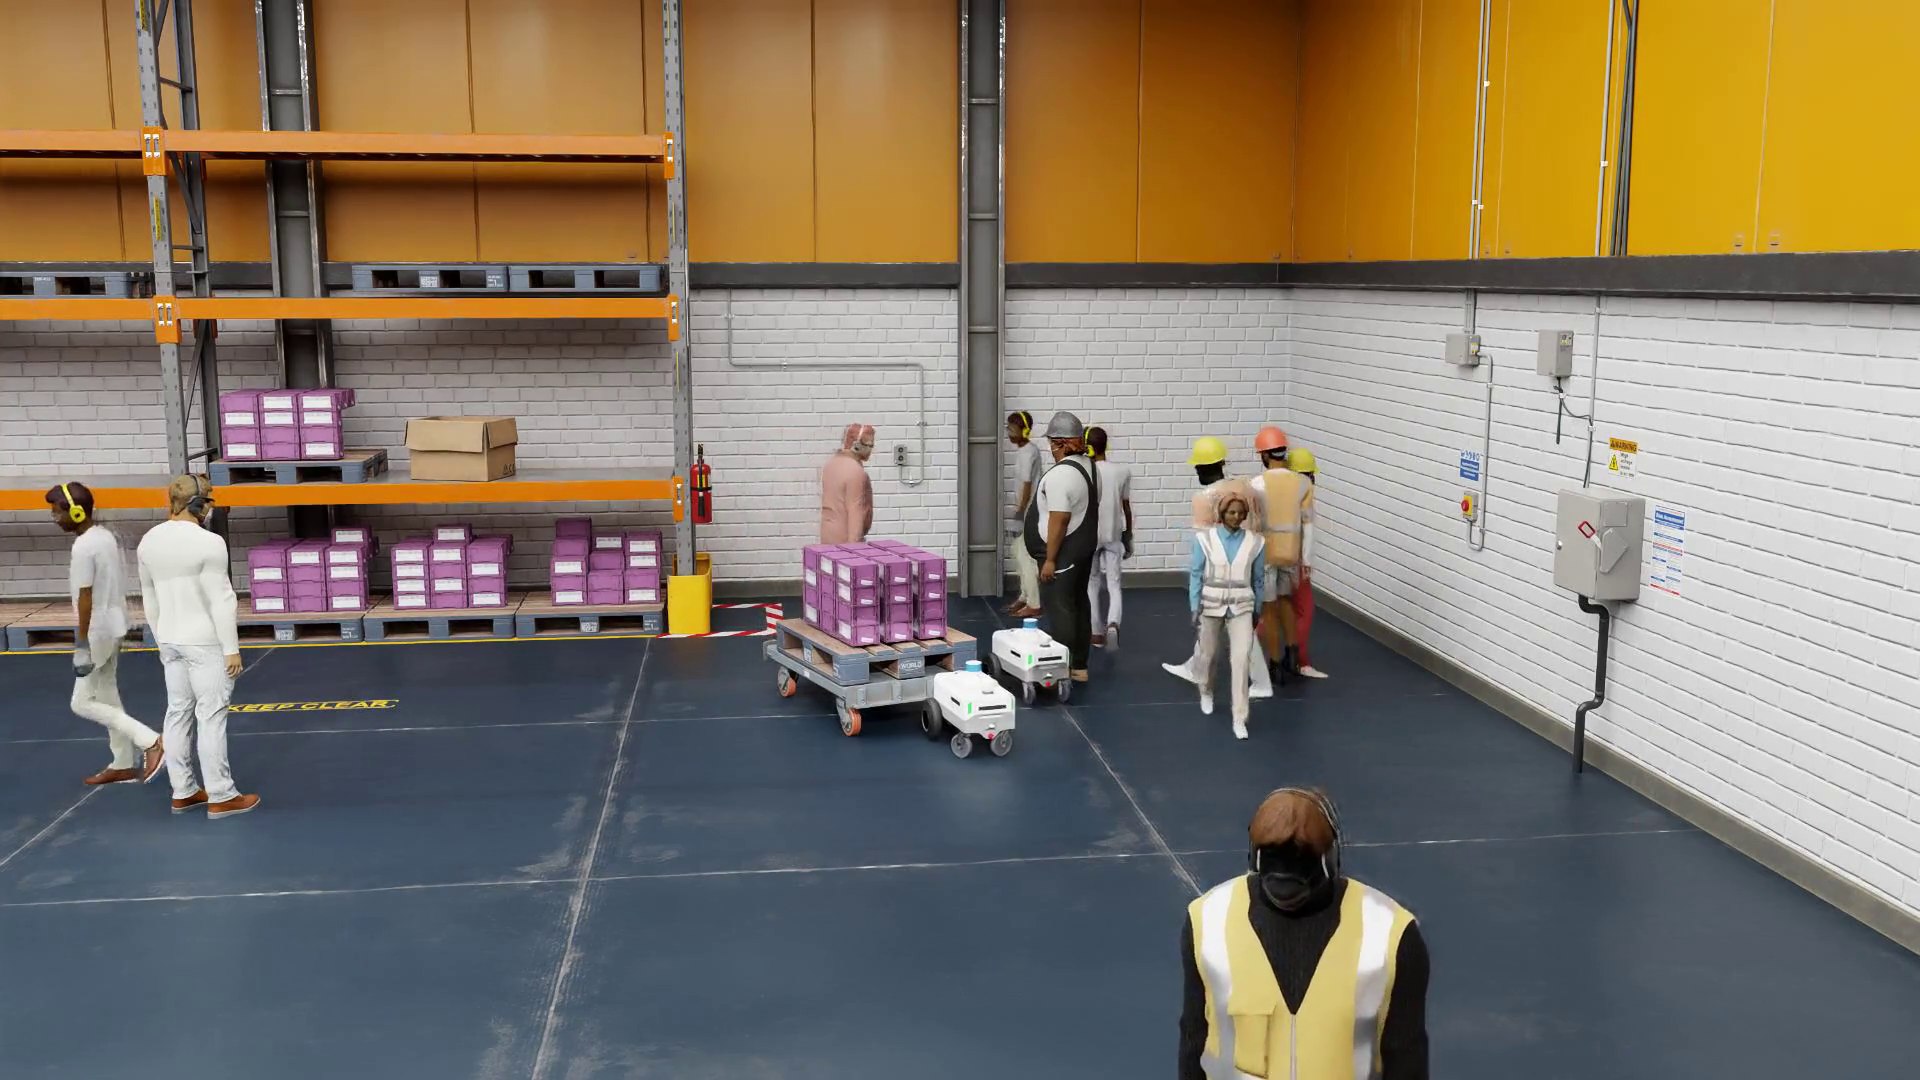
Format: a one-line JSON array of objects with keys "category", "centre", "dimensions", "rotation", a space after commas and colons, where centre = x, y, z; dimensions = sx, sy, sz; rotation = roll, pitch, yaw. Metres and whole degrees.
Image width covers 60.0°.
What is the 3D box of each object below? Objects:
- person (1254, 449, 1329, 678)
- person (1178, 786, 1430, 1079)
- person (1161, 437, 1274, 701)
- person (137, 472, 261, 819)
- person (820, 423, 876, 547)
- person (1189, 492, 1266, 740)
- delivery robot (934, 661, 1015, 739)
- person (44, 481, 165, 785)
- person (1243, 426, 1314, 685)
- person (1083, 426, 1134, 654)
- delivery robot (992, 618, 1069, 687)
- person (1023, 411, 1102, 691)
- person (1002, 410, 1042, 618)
[{"category": "person", "centre": [2.462, 0.174, 12.497], "dimensions": [0.630, 1.742, 0.550], "rotation": [2, 9, 12]}, {"category": "person", "centre": [0.845, 1.475, 4.153], "dimensions": [0.617, 1.809, 0.932], "rotation": [2, 9, 14]}, {"category": "person", "centre": [1.875, 0.199, 11.930], "dimensions": [0.948, 1.859, 0.611], "rotation": [7, 12, 38]}, {"category": "person", "centre": [-4.260, 0.590, 9.278], "dimensions": [0.627, 1.934, 0.371], "rotation": [4, 10, 24]}, {"category": "person", "centre": [-0.803, 0.013, 13.097], "dimensions": [0.810, 1.860, 0.628], "rotation": [-5, 10, -28]}, {"category": "person", "centre": [1.777, 0.457, 11.133], "dimensions": [0.510, 1.602, 0.816], "rotation": [1, 9, 3]}, {"category": "delivery robot", "centre": [0.088, 1.015, 10.617], "dimensions": [0.477, 0.478, 0.707], "rotation": [-3, 10, -19]}, {"category": "person", "centre": [-4.969, 0.569, 9.687], "dimensions": [0.529, 1.846, 0.625], "rotation": [-2, 9, -14]}, {"category": "person", "centre": [2.315, 0.110, 12.348], "dimensions": [0.544, 1.906, 0.566], "rotation": [-2, 9, -11]}, {"category": "person", "centre": [1.143, 0.000, 13.292], "dimensions": [0.540, 1.826, 0.778], "rotation": [0, 9, -3]}, {"category": "delivery robot", "centre": [0.503, 0.806, 11.920], "dimensions": [0.477, 0.478, 0.707], "rotation": [-3, 10, -21]}, {"category": "person", "centre": [0.730, 0.072, 12.174], "dimensions": [0.539, 2.000, 0.689], "rotation": [5, 10, 27]}, {"category": "person", "centre": [0.562, -0.223, 14.635], "dimensions": [0.368, 1.853, 0.548], "rotation": [0, 9, 3]}]
